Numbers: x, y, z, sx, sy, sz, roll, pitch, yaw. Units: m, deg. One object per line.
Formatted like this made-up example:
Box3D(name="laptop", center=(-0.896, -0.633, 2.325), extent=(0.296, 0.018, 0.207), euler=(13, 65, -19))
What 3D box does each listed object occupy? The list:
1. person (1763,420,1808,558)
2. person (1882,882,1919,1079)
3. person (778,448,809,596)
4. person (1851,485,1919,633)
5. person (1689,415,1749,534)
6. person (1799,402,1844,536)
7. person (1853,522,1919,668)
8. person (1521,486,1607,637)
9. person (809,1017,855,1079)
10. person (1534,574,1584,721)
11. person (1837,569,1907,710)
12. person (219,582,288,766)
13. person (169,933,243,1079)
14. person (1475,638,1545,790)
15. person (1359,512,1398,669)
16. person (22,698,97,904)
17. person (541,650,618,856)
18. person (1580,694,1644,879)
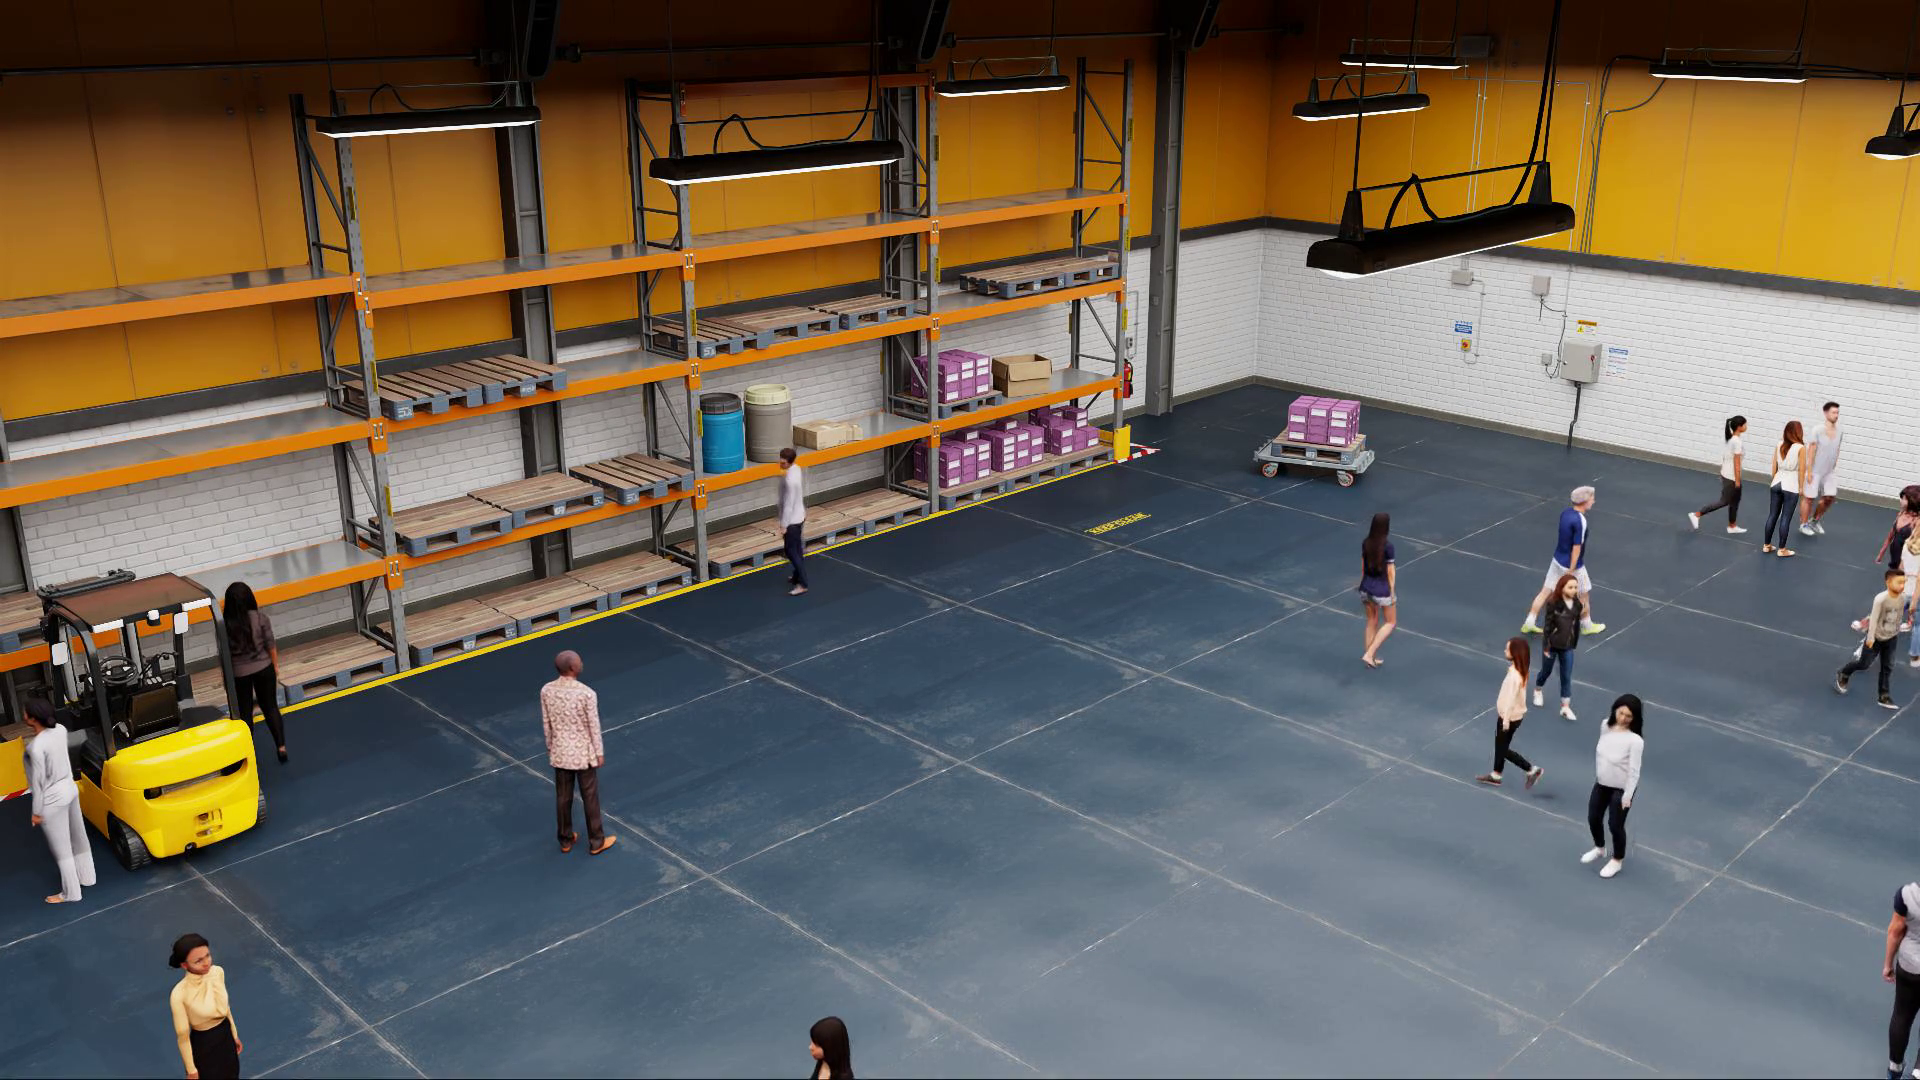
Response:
Box3D(name="person", center=(10.613, -0.664, 21.395), extent=(0.612, 1.767, 0.632), euler=(-11, 21, -29))
Box3D(name="person", center=(6.303, 2.870, 10.839), extent=(0.755, 1.807, 0.993), euler=(14, 23, 36))
Box3D(name="person", center=(-2.023, -0.283, 20.182), extent=(0.945, 1.819, 0.848), euler=(7, 20, 19))
Box3D(name="person", center=(10.692, 0.254, 18.705), extent=(1.121, 1.745, 1.010), euler=(-2, 19, -5))
Box3D(name="person", center=(10.179, -0.841, 22.156), extent=(0.959, 1.618, 1.023), euler=(4, 19, 12))
Box3D(name="person", center=(11.404, -0.969, 22.189), extent=(0.785, 1.839, 0.872), euler=(-3, 19, -8))
Box3D(name="person", center=(10.038, 0.614, 17.730), extent=(1.231, 1.685, 1.063), euler=(-3, 19, -10))
Box3D(name="person", center=(6.704, 0.278, 18.570), extent=(1.292, 1.786, 1.075), euler=(-4, 19, -12))
Box3D(name="person", center=(-0.637, 3.404, 9.521), extent=(0.834, 1.636, 0.725), euler=(-7, 20, -21))
Box3D(name="person", center=(6.019, 1.037, 16.824), extent=(0.893, 1.461, 0.933), euler=(-1, 19, -3))
Box3D(name="person", center=(9.380, 0.977, 17.027), extent=(0.963, 1.445, 0.914), euler=(-5, 19, -14))
Box3D(name="person", center=(-6.623, 1.270, 15.537), extent=(0.624, 1.840, 0.773), euler=(-10, 21, -28))
Box3D(name="person", center=(-4.606, 3.158, 10.226), extent=(0.718, 1.653, 0.608), euler=(6, 20, 17))
Box3D(name="person", center=(5.065, 1.599, 15.133), extent=(0.827, 1.475, 0.847), euler=(7, 20, 19))
Box3D(name="person", center=(4.405, 0.575, 17.733), extent=(0.668, 1.756, 0.632), euler=(-14, 23, -36))
Box3D(name="person", center=(-7.249, 2.063, 13.345), extent=(0.763, 1.736, 0.704), euler=(0, 19, 0))
Box3D(name="person", center=(-3.257, 1.793, 14.036), extent=(0.767, 1.806, 0.769), euler=(5, 19, 15))
Box3D(name="person", center=(5.405, 1.999, 13.640), extent=(0.711, 1.669, 0.718), euler=(-5, 19, -13))
